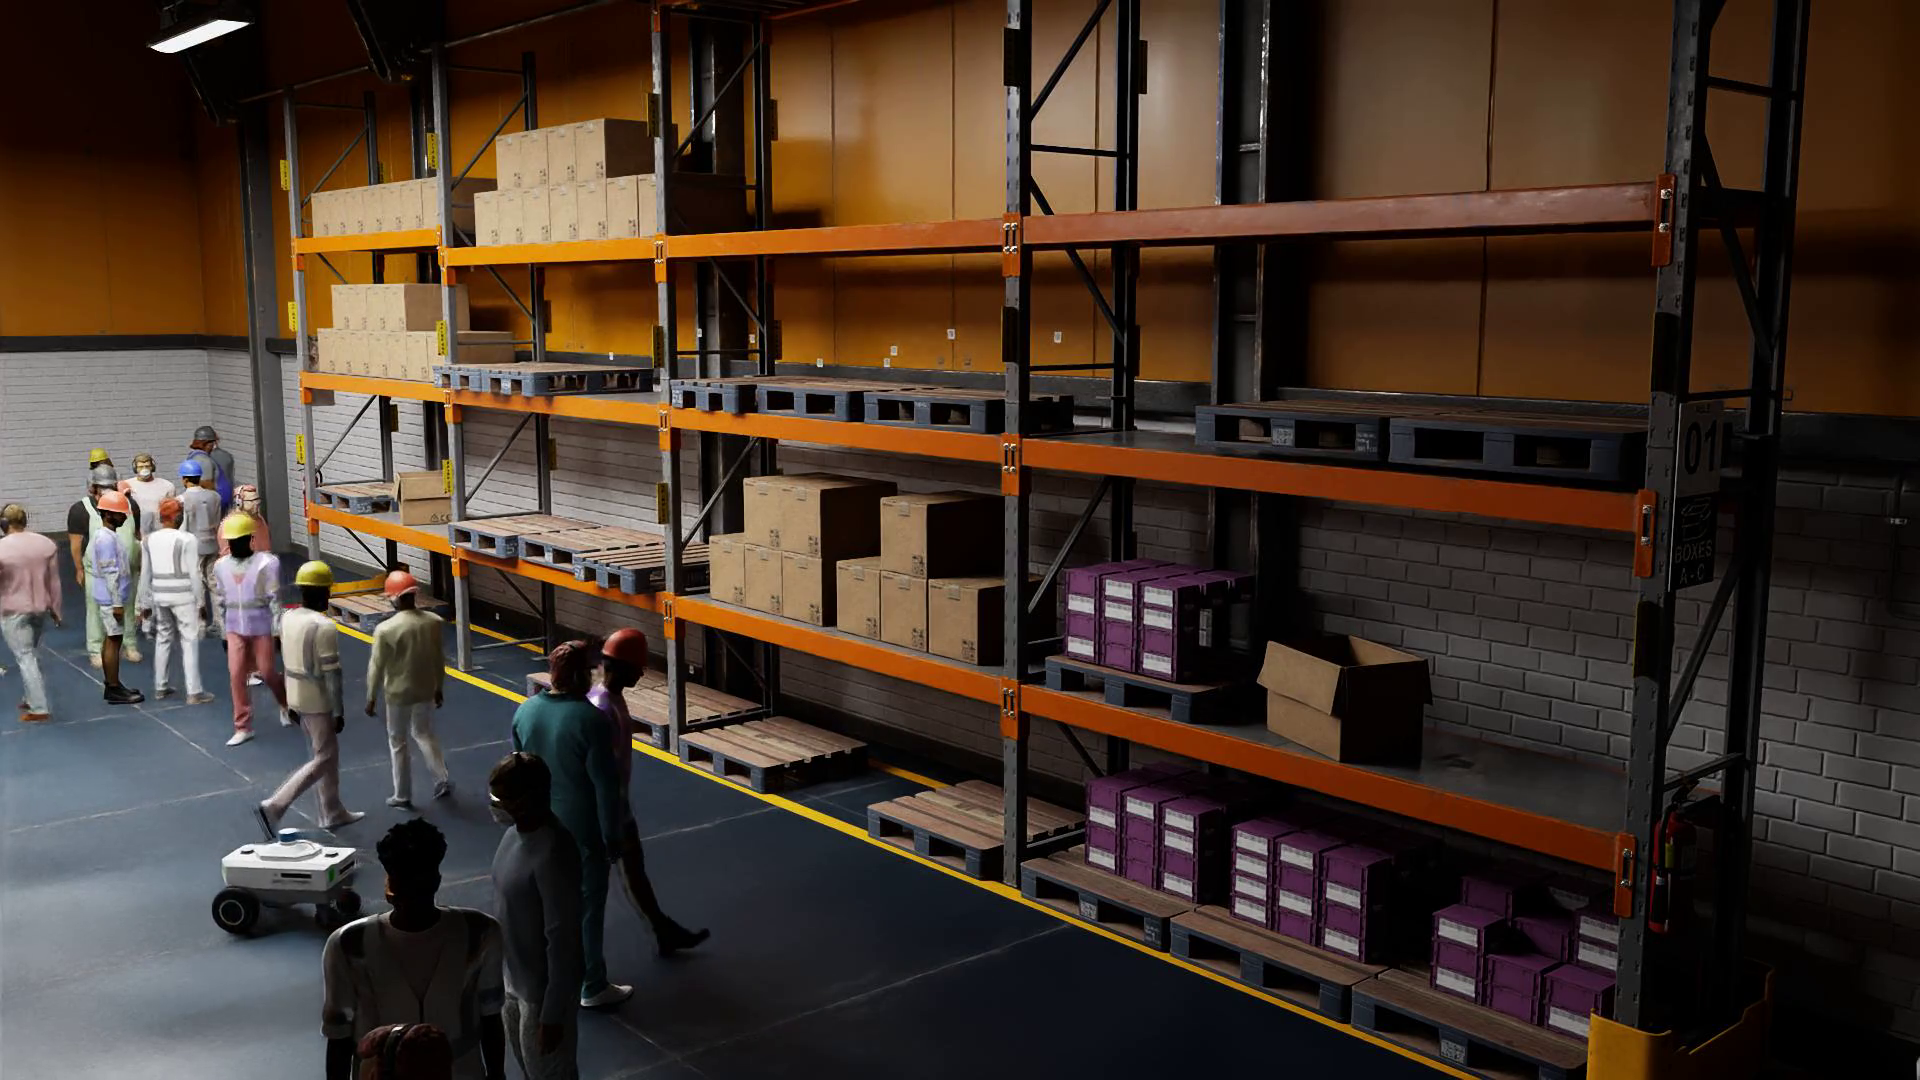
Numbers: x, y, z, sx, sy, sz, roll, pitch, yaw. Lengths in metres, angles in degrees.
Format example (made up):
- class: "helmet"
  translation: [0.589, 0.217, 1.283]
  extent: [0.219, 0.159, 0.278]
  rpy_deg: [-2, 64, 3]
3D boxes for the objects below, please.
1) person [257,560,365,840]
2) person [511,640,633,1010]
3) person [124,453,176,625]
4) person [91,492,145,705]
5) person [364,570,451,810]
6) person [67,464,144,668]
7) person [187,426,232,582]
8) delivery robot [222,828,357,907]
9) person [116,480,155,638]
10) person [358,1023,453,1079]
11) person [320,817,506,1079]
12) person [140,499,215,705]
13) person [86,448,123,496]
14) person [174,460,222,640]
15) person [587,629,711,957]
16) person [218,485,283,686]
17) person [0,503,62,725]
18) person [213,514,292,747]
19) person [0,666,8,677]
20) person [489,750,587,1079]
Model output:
- class: "person"
  translation: [-4.445, 1.092, 11.294]
  extent: [0.592, 1.896, 0.745]
  rpy_deg: [7, 11, 39]
- class: "person"
  translation: [-1.996, 1.464, 8.634]
  extent: [0.646, 1.907, 0.401]
  rpy_deg: [5, 9, 30]
- class: "person"
  translation: [-9.169, -0.014, 18.801]
  extent: [0.629, 1.940, 0.372]
  rpy_deg: [-6, 10, -34]
- class: "person"
  translation: [-7.660, 0.523, 15.104]
  extent: [0.374, 1.928, 0.542]
  rpy_deg: [-5, 10, -31]
- class: "person"
  translation: [-3.971, 1.074, 11.915]
  extent: [0.389, 1.737, 0.575]
  rpy_deg: [5, 10, 32]
- class: "person"
  translation: [-8.498, 0.243, 16.656]
  extent: [0.536, 2.000, 0.688]
  rpy_deg: [8, 11, 44]
- class: "person"
  translation: [-9.789, -0.485, 21.715]
  extent: [0.535, 2.000, 0.680]
  rpy_deg: [-5, 10, -33]
- class: "delivery robot"
  translation: [-3.916, 1.932, 9.730]
  extent: [0.707, 0.478, 0.477]
  rpy_deg: [1, 8, 6]
- class: "person"
  translation: [-9.014, 0.200, 18.056]
  extent: [0.581, 1.715, 0.692]
  rpy_deg: [-8, 11, -42]
- class: "person"
  translation: [-1.325, 2.119, 4.143]
  extent: [0.403, 1.895, 0.647]
  rpy_deg: [0, 8, 2]
- class: "person"
  translation: [-1.804, 1.880, 5.563]
  extent: [0.601, 1.958, 0.380]
  rpy_deg: [-4, 9, -24]
- class: "person"
  translation: [-7.157, 0.550, 15.155]
  extent: [0.606, 1.879, 0.382]
  rpy_deg: [2, 8, 14]
- class: "person"
  translation: [-11.199, -0.341, 21.787]
  extent: [0.494, 1.730, 0.324]
  rpy_deg: [1, 8, 4]
- class: "person"
  translation: [-8.217, 0.105, 17.932]
  extent: [0.401, 1.949, 0.605]
  rpy_deg: [4, 9, 24]
- class: "person"
  translation: [-1.867, 1.411, 9.096]
  extent: [0.951, 1.869, 0.555]
  rpy_deg: [0, 8, -3]
- class: "person"
  translation: [-6.762, 0.420, 15.890]
  extent: [0.408, 1.906, 0.654]
  rpy_deg: [1, 8, 8]
- class: "person"
  translation: [-8.161, 0.635, 14.372]
  extent: [0.773, 1.909, 0.655]
  rpy_deg: [4, 9, 25]
- class: "person"
  translation: [-5.894, 0.713, 13.869]
  extent: [0.591, 1.904, 0.745]
  rpy_deg: [0, 8, 2]
- class: "person"
  translation: [-9.719, 0.516, 16.166]
  extent: [0.884, 1.635, 0.562]
  rpy_deg: [4, 9, 23]
- class: "person"
  translation: [-1.653, 1.757, 6.510]
  extent: [0.372, 1.934, 0.627]
  rpy_deg: [-5, 9, -29]
